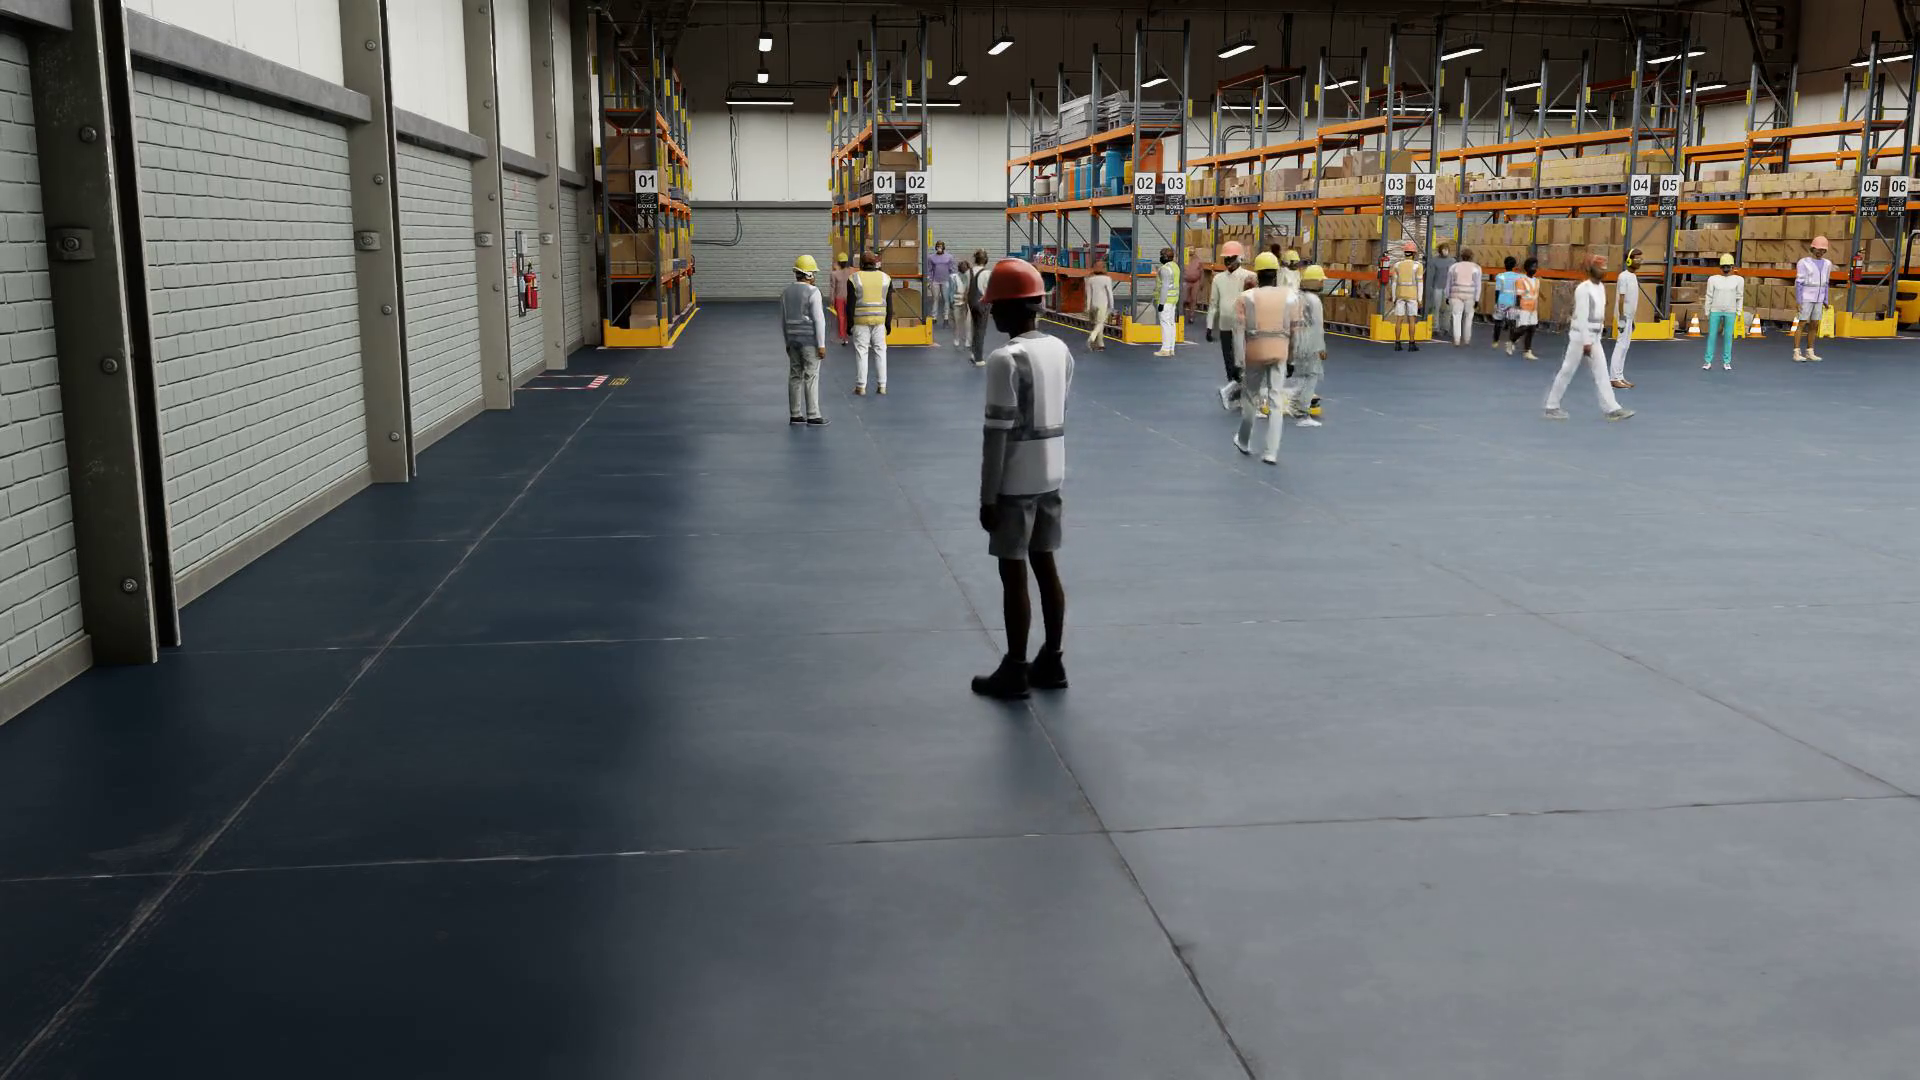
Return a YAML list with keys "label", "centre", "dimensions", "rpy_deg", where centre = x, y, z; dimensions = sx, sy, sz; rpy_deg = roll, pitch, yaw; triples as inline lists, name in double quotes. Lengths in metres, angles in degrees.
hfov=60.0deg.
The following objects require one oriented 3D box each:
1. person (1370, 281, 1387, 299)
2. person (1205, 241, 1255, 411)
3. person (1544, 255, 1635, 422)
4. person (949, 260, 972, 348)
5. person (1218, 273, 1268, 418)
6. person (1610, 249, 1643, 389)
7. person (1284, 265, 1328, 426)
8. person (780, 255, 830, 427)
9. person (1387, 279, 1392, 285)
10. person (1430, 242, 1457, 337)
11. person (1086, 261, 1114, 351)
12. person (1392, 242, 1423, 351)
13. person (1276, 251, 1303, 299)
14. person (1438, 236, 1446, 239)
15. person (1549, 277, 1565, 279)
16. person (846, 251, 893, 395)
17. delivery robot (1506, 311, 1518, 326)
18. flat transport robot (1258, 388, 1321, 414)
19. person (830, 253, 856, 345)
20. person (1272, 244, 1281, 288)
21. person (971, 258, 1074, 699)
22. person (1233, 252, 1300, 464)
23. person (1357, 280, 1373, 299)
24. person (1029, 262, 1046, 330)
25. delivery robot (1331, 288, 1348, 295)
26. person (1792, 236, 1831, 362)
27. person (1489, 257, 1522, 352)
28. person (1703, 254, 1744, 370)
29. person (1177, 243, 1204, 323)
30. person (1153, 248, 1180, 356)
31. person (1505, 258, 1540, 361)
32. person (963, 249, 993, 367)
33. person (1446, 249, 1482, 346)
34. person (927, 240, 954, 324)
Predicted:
- label: "person"
  centre: [10.309, -6.493, 41.314]
  dimensions: [0.626, 1.992, 0.387]
  rpy_deg: [2, 10, 10]
- label: "person"
  centre: [3.151, -2.487, 19.411]
  dimensions: [0.651, 1.967, 0.673]
  rpy_deg: [9, 14, 41]
- label: "person"
  centre: [6.942, -2.215, 18.334]
  dimensions: [0.597, 1.823, 0.998]
  rpy_deg: [-10, 14, -43]
- label: "person"
  centre: [0.033, -4.388, 30.832]
  dimensions: [0.502, 1.606, 0.819]
  rpy_deg: [-1, 10, -6]
- label: "person"
  centre: [3.223, -2.196, 18.776]
  dimensions: [0.591, 1.619, 0.517]
  rpy_deg: [7, 12, 33]
- label: "person"
  centre: [8.977, -2.976, 22.382]
  dimensions: [0.309, 1.868, 0.535]
  rpy_deg: [8, 13, 36]
- label: "person"
  centre: [3.775, -2.068, 17.791]
  dimensions: [0.361, 1.731, 0.489]
  rpy_deg: [0, 10, -1]
- label: "person"
  centre: [-1.652, -2.133, 17.859]
  dimensions: [0.602, 1.830, 0.404]
  rpy_deg: [9, 14, 41]
- label: "person"
  centre: [12.382, -7.700, 48.316]
  dimensions: [0.509, 1.860, 0.334]
  rpy_deg: [-4, 11, -22]
- label: "person"
  centre: [9.791, -5.059, 33.677]
  dimensions: [0.648, 1.906, 0.819]
  rpy_deg: [-1, 10, -6]
- label: "person"
  centre: [2.443, -4.148, 29.507]
  dimensions: [0.500, 1.608, 0.680]
  rpy_deg: [10, 14, 42]
- label: "person"
  centre: [7.961, -4.322, 29.570]
  dimensions: [0.552, 1.935, 0.374]
  rpy_deg: [6, 12, 32]
- label: "person"
  centre: [5.830, -4.170, 29.158]
  dimensions: [0.941, 1.777, 0.611]
  rpy_deg: [8, 13, 38]
- label: "person"
  centre: [13.353, -7.413, 46.249]
  dimensions: [0.605, 2.036, 0.393]
  rpy_deg: [5, 11, 23]
- label: "person"
  centre: [17.862, -7.999, 49.445]
  dimensions: [0.688, 2.000, 1.010]
  rpy_deg: [-5, 11, -24]
- label: "person"
  centre: [-1.180, -2.798, 21.477]
  dimensions: [0.633, 1.841, 0.429]
  rpy_deg: [-4, 11, -22]
- label: "delivery robot"
  centre: [12.105, -4.838, 35.934]
  dimensions: [0.477, 0.478, 0.707]
  rpy_deg: [-1, 10, -7]
- label: "flat transport robot"
  centre: [3.753, -1.631, 19.388]
  dimensions: [0.652, 0.197, 1.431]
  rpy_deg: [0, 10, 2]
- label: "person"
  centre: [-2.177, -4.532, 31.340]
  dimensions: [0.529, 1.719, 0.925]
  rpy_deg: [-3, 11, -17]
- label: "person"
  centre: [6.737, -5.463, 36.024]
  dimensions: [0.373, 1.876, 0.690]
  rpy_deg: [1, 10, 6]
- label: "person"
  centre: [0.260, -0.263, 7.330]
  dimensions: [0.386, 1.932, 0.555]
  rpy_deg: [8, 13, 38]
- label: "person"
  centre: [2.758, -1.661, 15.124]
  dimensions: [0.617, 1.876, 0.958]
  rpy_deg: [-1, 10, -3]
- label: "person"
  centre: [9.832, -6.332, 40.568]
  dimensions: [0.606, 1.945, 0.582]
  rpy_deg: [-7, 12, -33]
- label: "person"
  centre: [1.230, -4.028, 28.895]
  dimensions: [0.521, 1.599, 0.856]
  rpy_deg: [1, 10, 4]
- label: "delivery robot"
  centre: [11.380, -7.305, 49.458]
  dimensions: [0.707, 0.478, 0.477]
  rpy_deg: [-1, 10, -6]
- label: "person"
  centre: [13.863, -3.903, 27.015]
  dimensions: [0.605, 2.033, 0.392]
  rpy_deg: [-2, 11, -12]
- label: "person"
  centre: [9.732, -4.192, 29.594]
  dimensions: [0.549, 1.673, 0.737]
  rpy_deg: [0, 10, 0]
- label: "person"
  centre: [11.674, -3.481, 25.428]
  dimensions: [0.527, 1.767, 0.331]
  rpy_deg: [5, 11, 24]
- label: "person"
  centre: [5.409, -6.027, 39.072]
  dimensions: [0.642, 1.888, 0.484]
  rpy_deg: [-1, 10, -3]
- label: "person"
  centre: [3.510, -4.054, 28.367]
  dimensions: [0.429, 1.842, 0.636]
  rpy_deg: [5, 11, 25]
- label: "person"
  centre: [9.303, -3.799, 27.377]
  dimensions: [0.549, 1.684, 0.465]
  rpy_deg: [-6, 12, -30]
- label: "person"
  centre: [0.334, -3.633, 26.080]
  dimensions: [0.549, 1.830, 0.441]
  rpy_deg: [8, 13, 36]
- label: "person"
  centre: [9.407, -4.524, 31.092]
  dimensions: [0.634, 1.799, 0.953]
  rpy_deg: [3, 11, 17]
- label: "person"
  centre: [-0.453, -5.982, 38.665]
  dimensions: [0.636, 1.938, 0.355]
  rpy_deg: [1, 10, 6]
